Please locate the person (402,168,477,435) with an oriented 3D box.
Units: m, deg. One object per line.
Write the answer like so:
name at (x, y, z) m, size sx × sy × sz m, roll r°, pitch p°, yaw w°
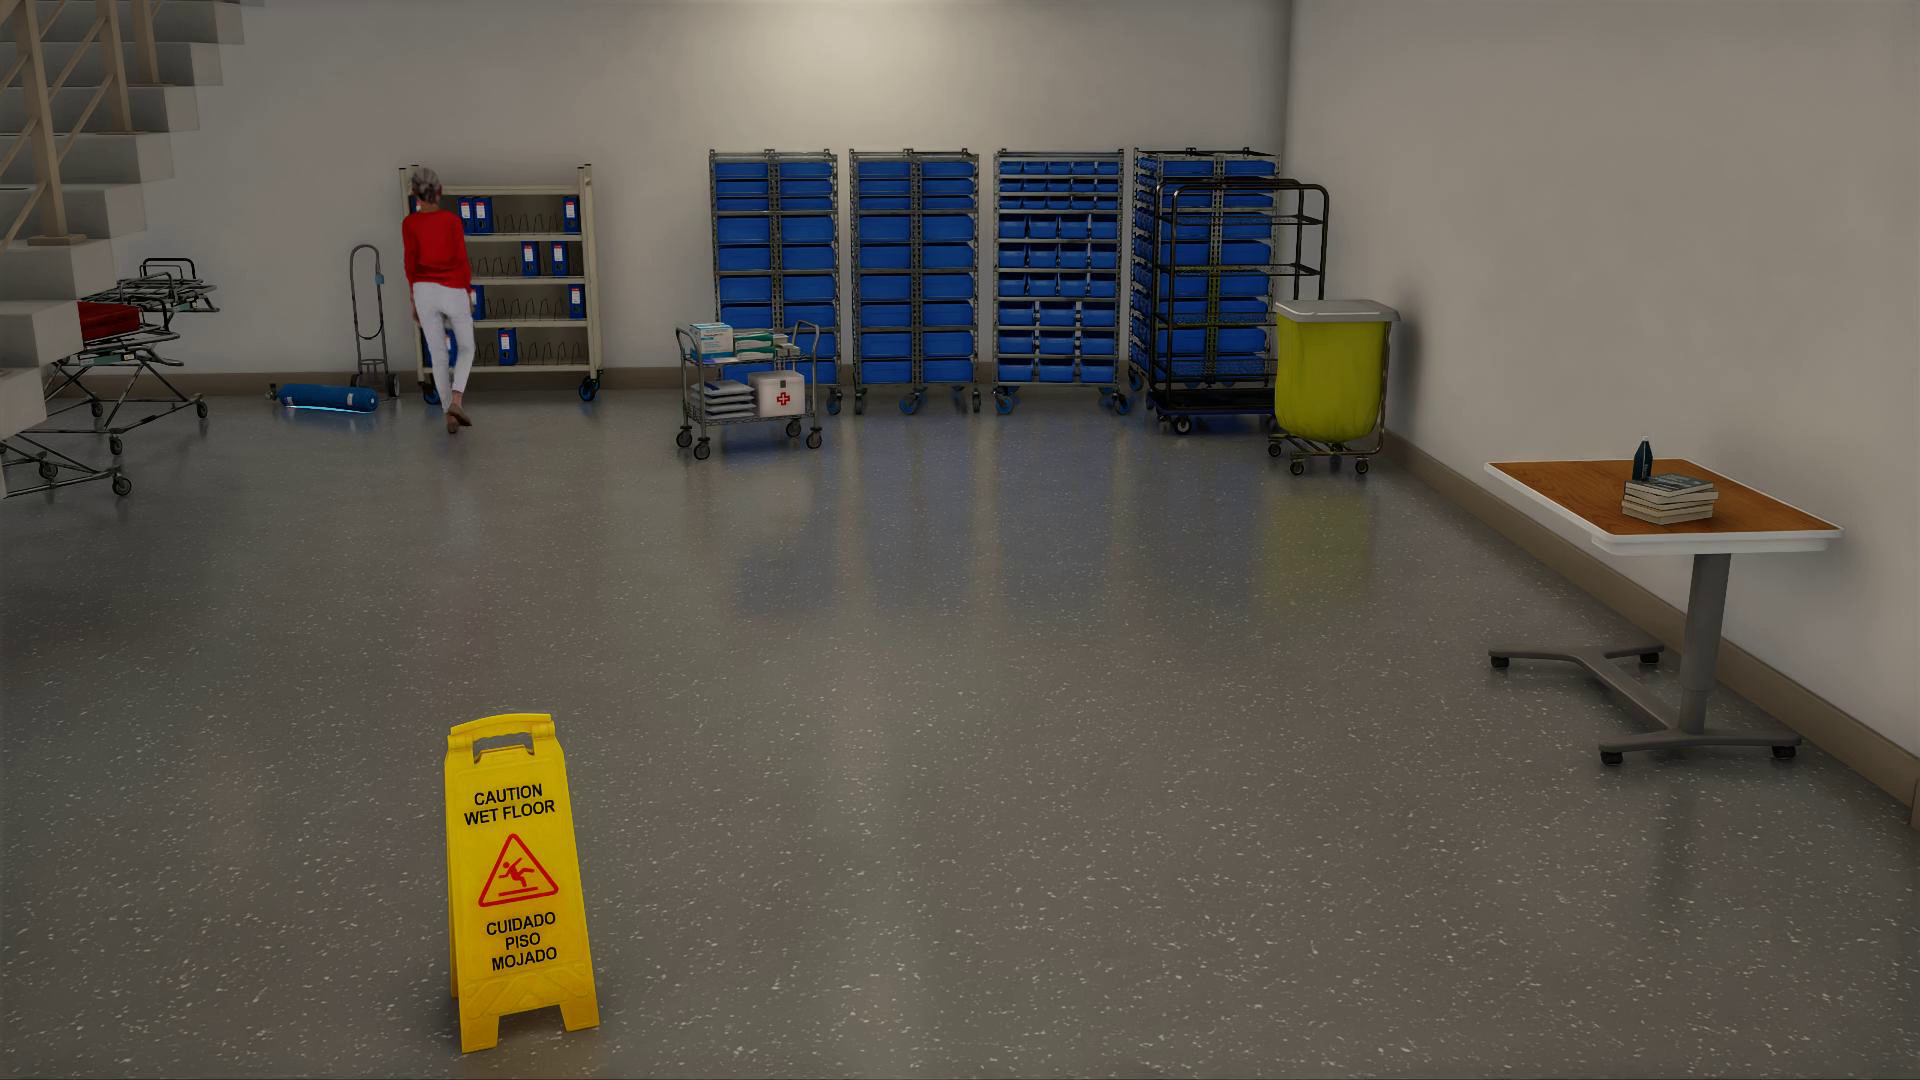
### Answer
person at (-3.287, -1.487, 10.519) m, size 0.571 × 1.686 × 0.668 m, roll -2°, pitch 16°, yaw -7°
